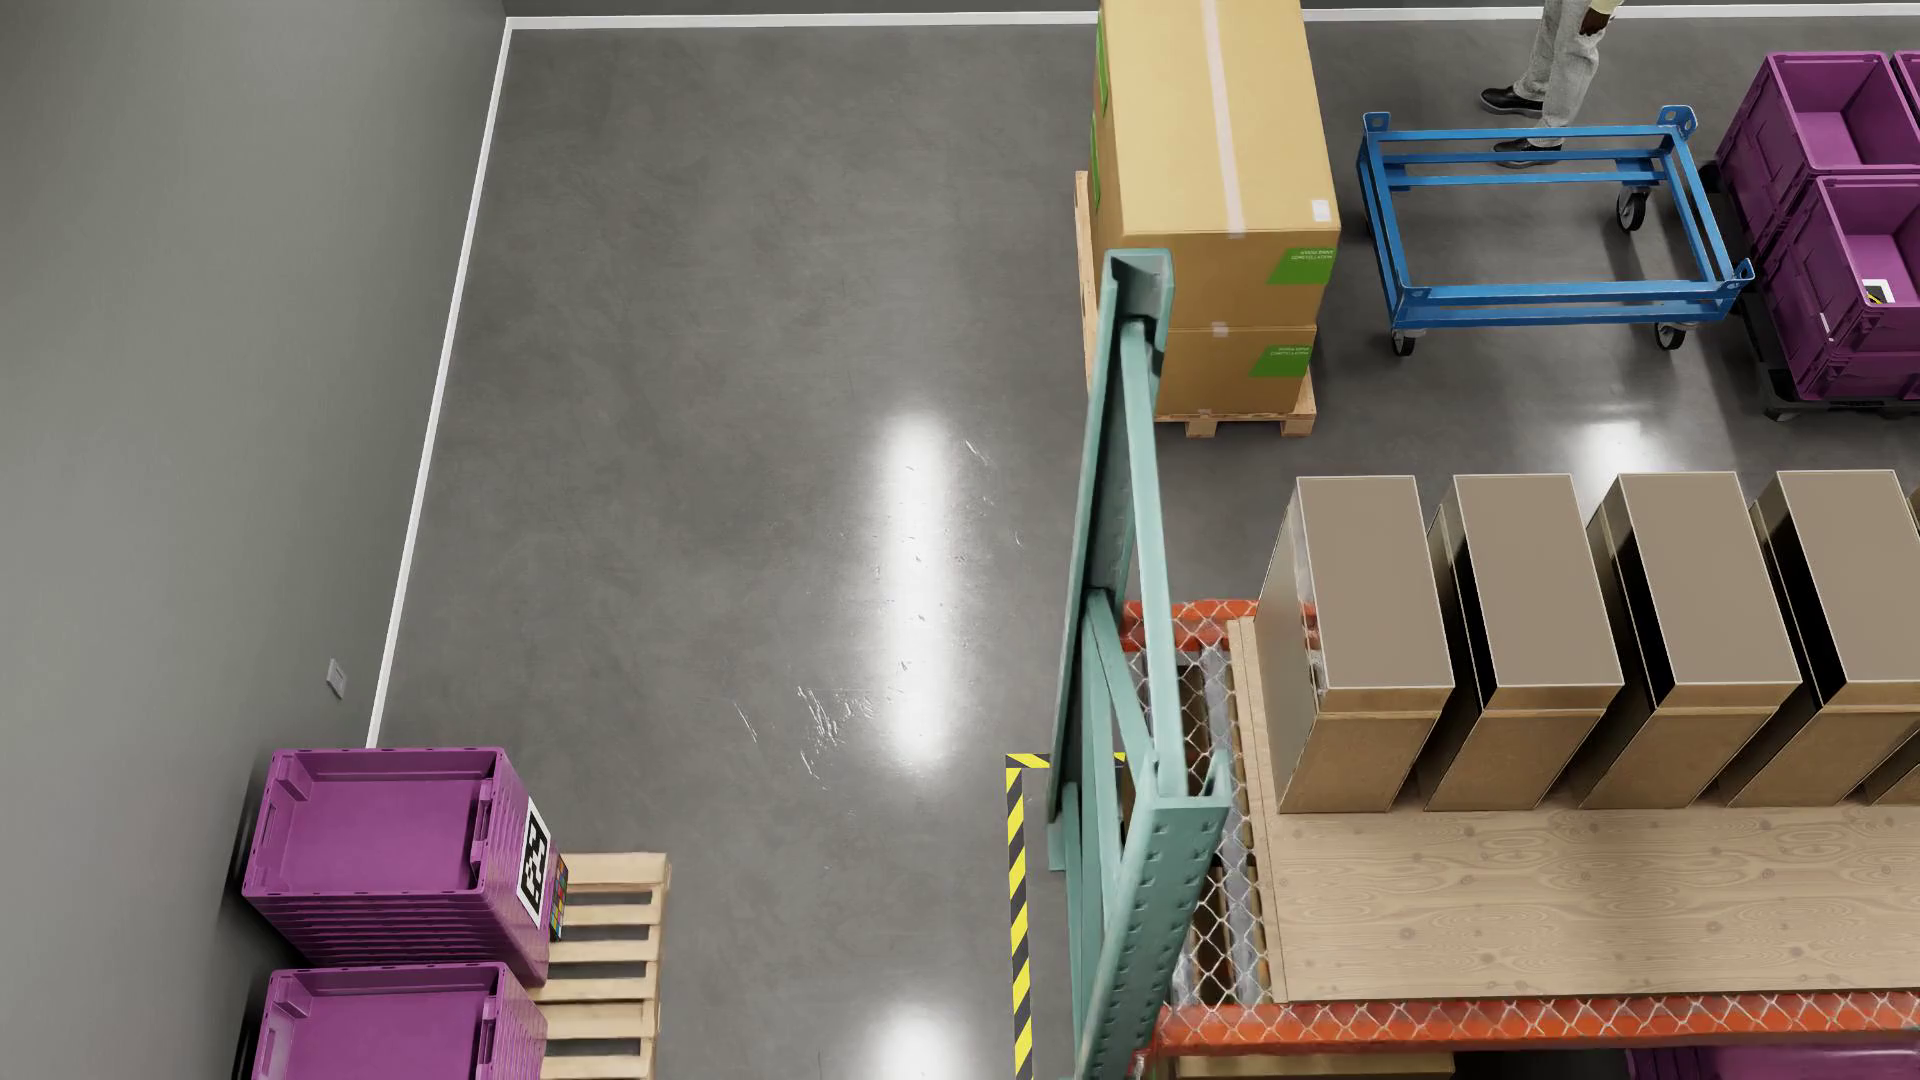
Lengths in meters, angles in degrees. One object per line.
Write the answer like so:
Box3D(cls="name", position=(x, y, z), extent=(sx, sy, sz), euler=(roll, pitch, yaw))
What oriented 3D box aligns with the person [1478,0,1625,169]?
Box3D(cls="person", position=(2.310, -2.155, 6.084), extent=(0.404, 1.831, 0.601), euler=(1, 58, 1))
